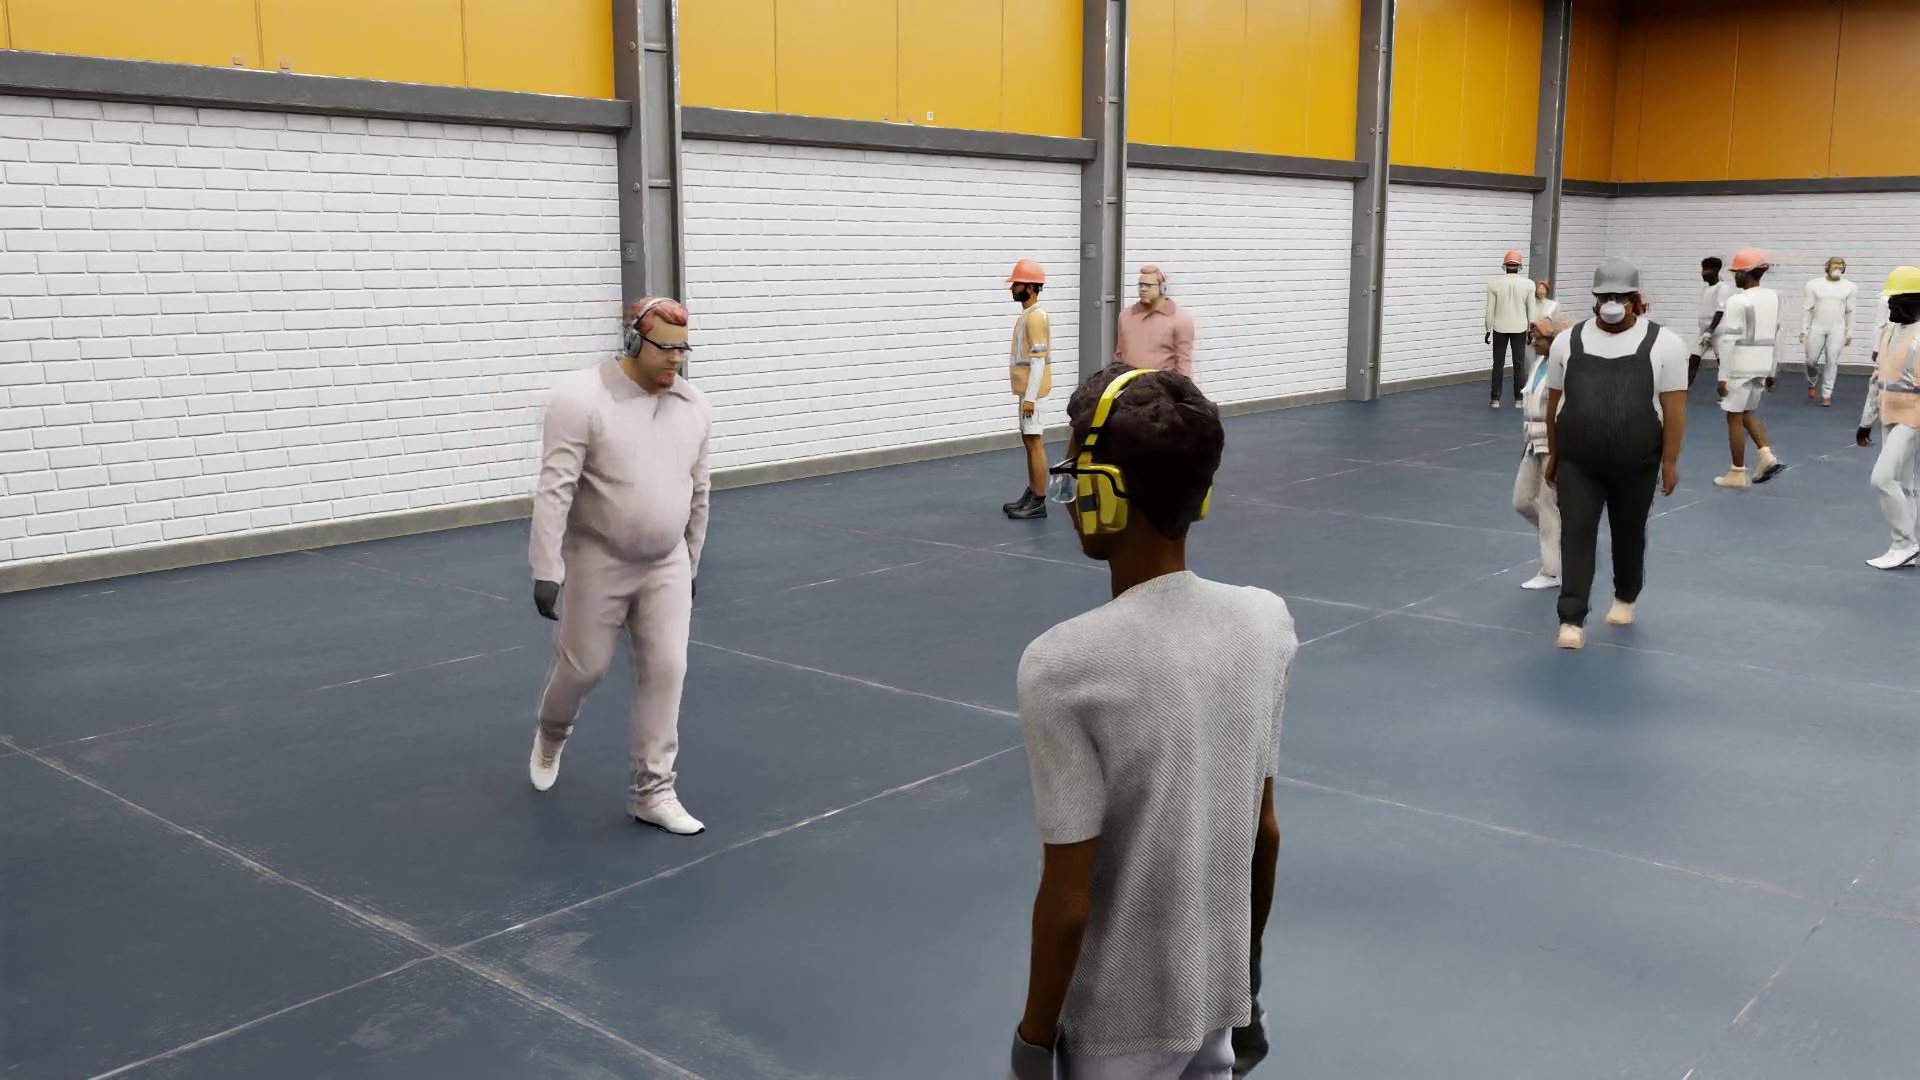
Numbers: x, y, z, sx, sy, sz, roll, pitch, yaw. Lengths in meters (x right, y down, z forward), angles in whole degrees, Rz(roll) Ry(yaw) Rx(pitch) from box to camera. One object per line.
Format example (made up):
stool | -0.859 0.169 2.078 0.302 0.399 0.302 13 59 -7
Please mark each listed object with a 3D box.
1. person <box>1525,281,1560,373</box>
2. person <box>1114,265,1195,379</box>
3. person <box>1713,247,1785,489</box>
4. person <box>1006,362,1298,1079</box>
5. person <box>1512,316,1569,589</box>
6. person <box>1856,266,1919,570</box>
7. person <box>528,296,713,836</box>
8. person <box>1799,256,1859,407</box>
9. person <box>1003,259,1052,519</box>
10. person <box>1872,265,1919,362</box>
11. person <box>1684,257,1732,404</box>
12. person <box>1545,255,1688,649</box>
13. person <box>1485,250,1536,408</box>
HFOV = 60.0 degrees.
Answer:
person | 7.630 -2.619 21.971 0.525 1.585 0.891 4 11 23
person | 1.396 -1.076 12.306 0.669 1.894 0.431 7 12 36
person | 6.598 -1.427 13.940 0.641 2.026 0.474 -5 11 -24
person | 0.250 0.684 2.384 0.528 1.868 0.323 -9 13 -41
person | 3.546 -0.518 9.905 0.426 1.623 0.576 -1 10 -7
person | 5.893 -0.756 10.452 0.486 1.906 0.602 0 10 1
person | -1.234 0.071 5.887 0.737 1.864 0.833 -8 13 -40
person | 11.172 -2.691 21.417 0.647 1.926 0.616 4 11 23
person | 0.508 -1.126 12.475 0.352 1.942 0.542 0 10 -3
person | 10.826 -2.232 19.105 0.584 1.838 0.993 2 10 10
person | 9.693 -2.691 21.485 0.992 1.915 0.608 -1 10 -7
person | 3.391 -0.505 8.655 0.685 2.000 0.995 5 11 27
person | 6.982 -2.673 21.131 0.608 1.995 0.377 2 10 14
